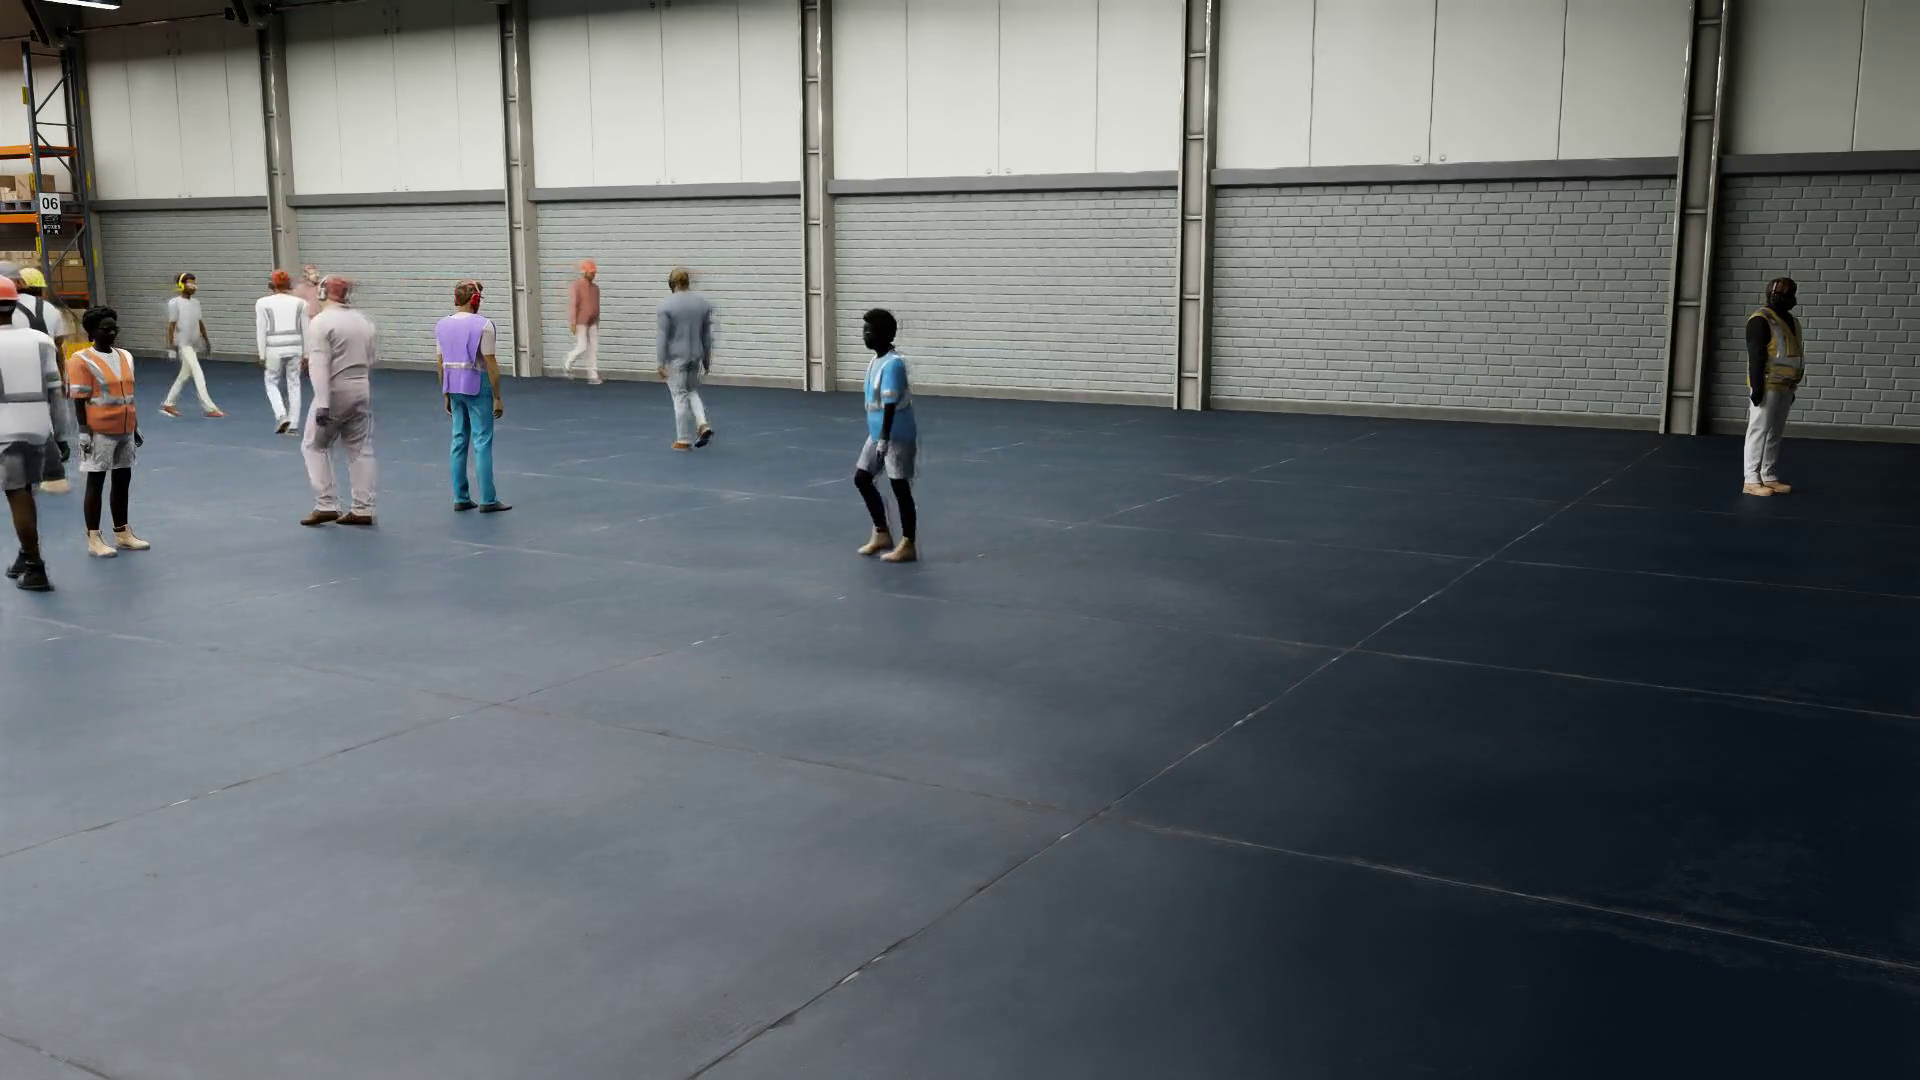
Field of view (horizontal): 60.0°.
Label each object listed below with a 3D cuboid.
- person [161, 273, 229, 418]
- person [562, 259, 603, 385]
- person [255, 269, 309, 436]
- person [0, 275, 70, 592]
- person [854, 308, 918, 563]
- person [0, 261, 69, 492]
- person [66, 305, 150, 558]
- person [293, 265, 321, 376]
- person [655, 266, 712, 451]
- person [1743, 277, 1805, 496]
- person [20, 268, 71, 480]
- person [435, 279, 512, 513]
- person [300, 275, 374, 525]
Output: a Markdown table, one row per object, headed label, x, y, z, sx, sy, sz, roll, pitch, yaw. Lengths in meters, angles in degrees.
| label | x | y | z | sx | sy | sz | roll | pitch | yaw |
| --- | --- | --- | --- | --- | --- | --- | --- | --- | --- |
| person | -9.654 | -2.428 | 20.824 | 0.988 | 1.825 | 0.542 | 2 | 10 | 12 |
| person | -5.946 | -3.434 | 26.212 | 0.661 | 1.982 | 0.645 | 6 | 12 | 33 |
| person | -7.579 | -2.085 | 18.639 | 0.574 | 1.873 | 0.406 | -7 | 12 | -36 |
| person | -5.809 | -0.649 | 10.099 | 0.750 | 1.911 | 0.578 | 6 | 11 | 32 |
| person | -0.502 | -0.675 | 10.938 | 0.480 | 1.680 | 0.548 | -4 | 10 | -22 |
| person | -8.127 | -1.429 | 14.309 | 1.038 | 2.000 | 0.695 | 3 | 10 | 17 |
| person | -5.764 | -0.738 | 11.265 | 0.317 | 1.695 | 0.540 | 3 | 10 | 16 |
| person | -10.543 | -3.533 | 27.082 | 0.728 | 1.881 | 0.650 | 5 | 11 | 27 |
| person | -2.847 | -1.861 | 17.176 | 0.469 | 1.925 | 0.651 | 9 | 13 | 44 |
| person | 6.918 | -1.299 | 14.130 | 0.633 | 1.843 | 0.429 | -7 | 12 | -37 |
| person | -8.283 | -1.470 | 14.900 | 0.603 | 1.915 | 0.512 | 1 | 10 | 8 |
| person | -3.869 | -1.129 | 13.130 | 0.563 | 1.842 | 0.390 | 4 | 11 | 23 |
| person | -4.708 | -1.041 | 12.500 | 0.659 | 1.878 | 0.675 | 3 | 10 | 18 |
